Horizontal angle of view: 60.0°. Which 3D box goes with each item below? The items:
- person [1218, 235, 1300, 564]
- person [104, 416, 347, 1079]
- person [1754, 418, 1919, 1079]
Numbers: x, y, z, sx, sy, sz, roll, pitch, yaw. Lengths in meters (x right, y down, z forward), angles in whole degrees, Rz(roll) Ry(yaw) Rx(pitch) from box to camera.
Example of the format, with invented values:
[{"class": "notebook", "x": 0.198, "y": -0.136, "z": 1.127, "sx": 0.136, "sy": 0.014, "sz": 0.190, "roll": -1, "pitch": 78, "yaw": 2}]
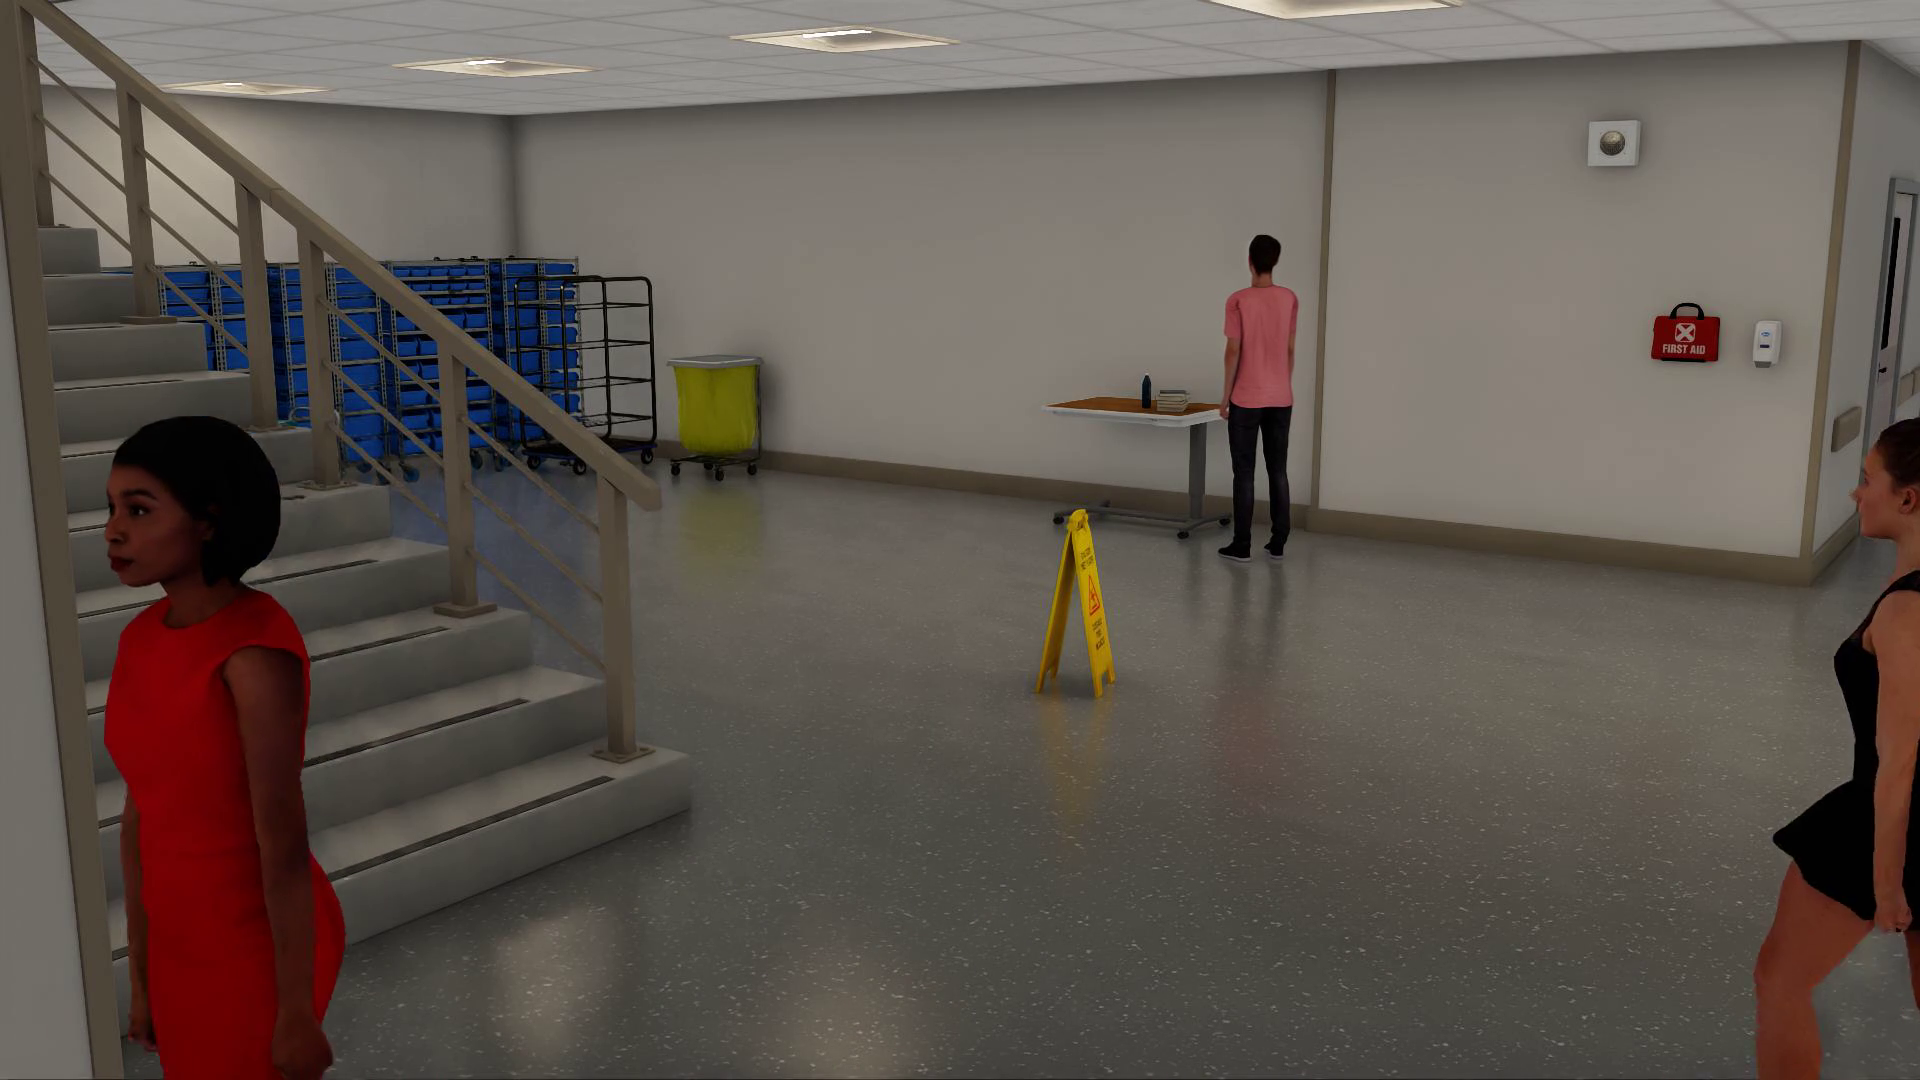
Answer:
[{"class": "person", "x": 1.812, "y": -0.853, "z": 10.042, "sx": 0.707, "sy": 1.959, "sz": 0.745, "roll": -3, "pitch": 11, "yaw": -16}, {"class": "person", "x": -1.059, "y": 0.668, "z": 2.626, "sx": 0.662, "sy": 1.734, "sz": 0.644, "roll": 8, "pitch": 13, "yaw": 35}, {"class": "person", "x": 1.919, "y": 0.599, "z": 3.192, "sx": 0.731, "sy": 1.660, "sz": 0.866, "roll": -7, "pitch": 13, "yaw": -34}]
